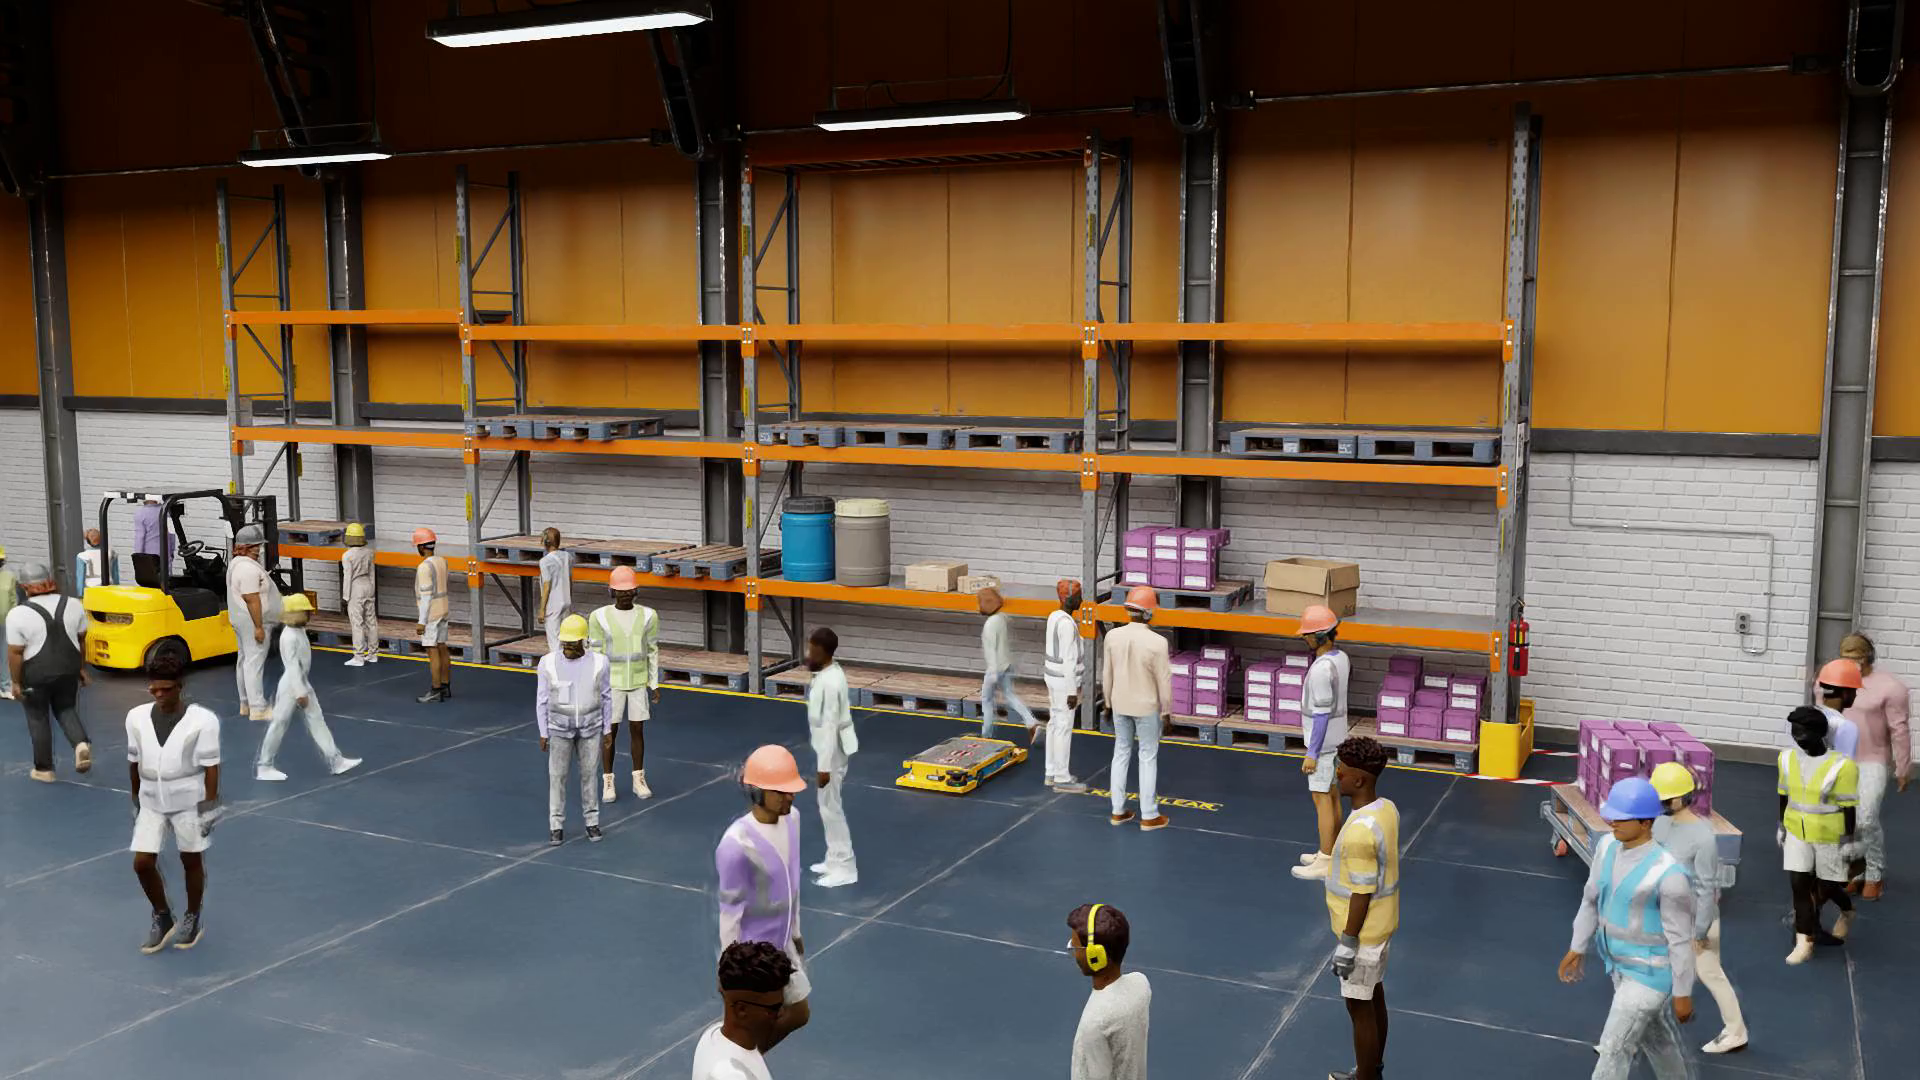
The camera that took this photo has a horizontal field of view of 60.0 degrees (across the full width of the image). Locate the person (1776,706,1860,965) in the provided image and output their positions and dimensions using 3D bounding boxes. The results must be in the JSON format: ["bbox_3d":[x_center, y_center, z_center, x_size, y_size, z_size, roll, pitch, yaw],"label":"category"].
[{"bbox_3d":[5.534,1.872,10.668,0.600,1.665,0.540,-4,8,-33],"label":"person"}]

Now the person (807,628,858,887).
[{"bbox_3d":[-0.928,1.574,12.193,0.373,1.893,0.640,-1,7,-4],"label":"person"}]

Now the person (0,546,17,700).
[{"bbox_3d":[-10.523,0.909,18.170,0.322,1.769,0.523,3,8,26],"label":"person"}]

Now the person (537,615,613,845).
[{"bbox_3d":[-3.038,1.488,13.143,0.588,1.827,0.404,-2,7,-18],"label":"person"}]

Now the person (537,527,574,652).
[{"bbox_3d":[-4.630,0.768,19.027,0.345,1.842,0.504,3,8,26],"label":"person"}]

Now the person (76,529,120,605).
[{"bbox_3d":[-10.712,0.670,20.701,0.315,1.631,0.516,6,9,39],"label":"person"}]

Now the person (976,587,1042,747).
[{"bbox_3d":[0.431,1.240,16.133,0.732,1.600,0.551,2,7,20],"label":"person"}]

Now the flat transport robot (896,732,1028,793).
[{"bbox_3d":[0.035,2.016,15.148,0.652,0.197,1.431,3,8,26],"label":"flat transport robot"}]

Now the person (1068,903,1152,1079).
[{"bbox_3d":[0.545,2.292,6.346,0.328,1.865,0.519,3,8,26],"label":"person"}]

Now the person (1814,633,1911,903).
[{"bbox_3d":[6.358,1.600,11.818,0.484,1.916,0.651,-5,8,-34],"label":"person"}]

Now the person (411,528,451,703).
[{"bbox_3d":[-5.806,0.823,18.219,0.374,1.928,0.542,1,7,8],"label":"person"}]

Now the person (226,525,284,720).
[{"bbox_3d":[-7.396,0.855,17.493,0.535,2.000,0.674,-5,9,-36],"label":"person"}]

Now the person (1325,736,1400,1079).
[{"bbox_3d":[2.057,1.974,8.546,0.367,1.966,0.604,3,8,26],"label":"person"}]

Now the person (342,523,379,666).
[{"bbox_3d":[-7.352,0.661,20.313,0.296,1.745,0.485,3,8,26],"label":"person"}]

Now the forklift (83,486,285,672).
[{"bbox_3d":[-9.426,0.454,20.179,1.214,2.155,2.313,3,8,26],"label":"forklift"}]

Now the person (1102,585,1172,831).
[{"bbox_3d":[1.452,1.358,13.523,0.620,1.993,0.391,5,9,37],"label":"person"}]

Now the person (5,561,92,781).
[{"bbox_3d":[-8.173,1.169,14.896,0.655,2.000,0.697,5,9,36],"label":"person"}]

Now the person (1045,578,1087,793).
[{"bbox_3d":[0.921,1.275,14.662,0.337,1.883,0.584,-1,7,-10],"label":"person"}]

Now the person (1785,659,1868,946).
[{"bbox_3d":[5.660,1.720,10.812,0.398,1.918,0.565,-1,7,-5],"label":"person"}]

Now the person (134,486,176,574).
[{"bbox_3d":[-11.430,0.188,23.571,0.407,1.904,0.639,3,8,26],"label":"person"}]

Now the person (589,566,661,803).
[{"bbox_3d":[-2.883,1.233,14.352,0.605,2.045,0.377,-3,8,-24],"label":"person"}]

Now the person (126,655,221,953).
[{"bbox_3d":[-5.102,1.711,10.751,0.618,1.948,0.567,0,7,-2],"label":"person"}]

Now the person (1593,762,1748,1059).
[{"bbox_3d":[3.984,2.034,9.154,0.912,1.697,0.558,-2,7,-17],"label":"person"}]

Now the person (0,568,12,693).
[{"bbox_3d":[-11.005,0.873,18.728,0.888,1.690,0.489,2,7,18],"label":"person"}]

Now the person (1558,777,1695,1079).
[{"bbox_3d":[3.263,2.070,8.080,0.986,1.895,0.612,-1,7,-9],"label":"person"}]

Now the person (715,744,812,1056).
[{"bbox_3d":[-0.965,1.984,8.182,0.530,2.034,0.657,3,8,26],"label":"person"}]

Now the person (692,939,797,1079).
[{"bbox_3d":[-0.736,2.324,5.694,0.380,1.958,0.601,-2,7,-15],"label":"person"}]

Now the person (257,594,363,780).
[{"bbox_3d":[-5.929,1.325,14.992,0.918,1.690,0.501,-1,7,-6],"label":"person"}]

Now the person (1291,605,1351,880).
[{"bbox_3d":[2.656,1.488,12.283,0.388,2.036,0.605,3,8,26],"label":"person"}]
